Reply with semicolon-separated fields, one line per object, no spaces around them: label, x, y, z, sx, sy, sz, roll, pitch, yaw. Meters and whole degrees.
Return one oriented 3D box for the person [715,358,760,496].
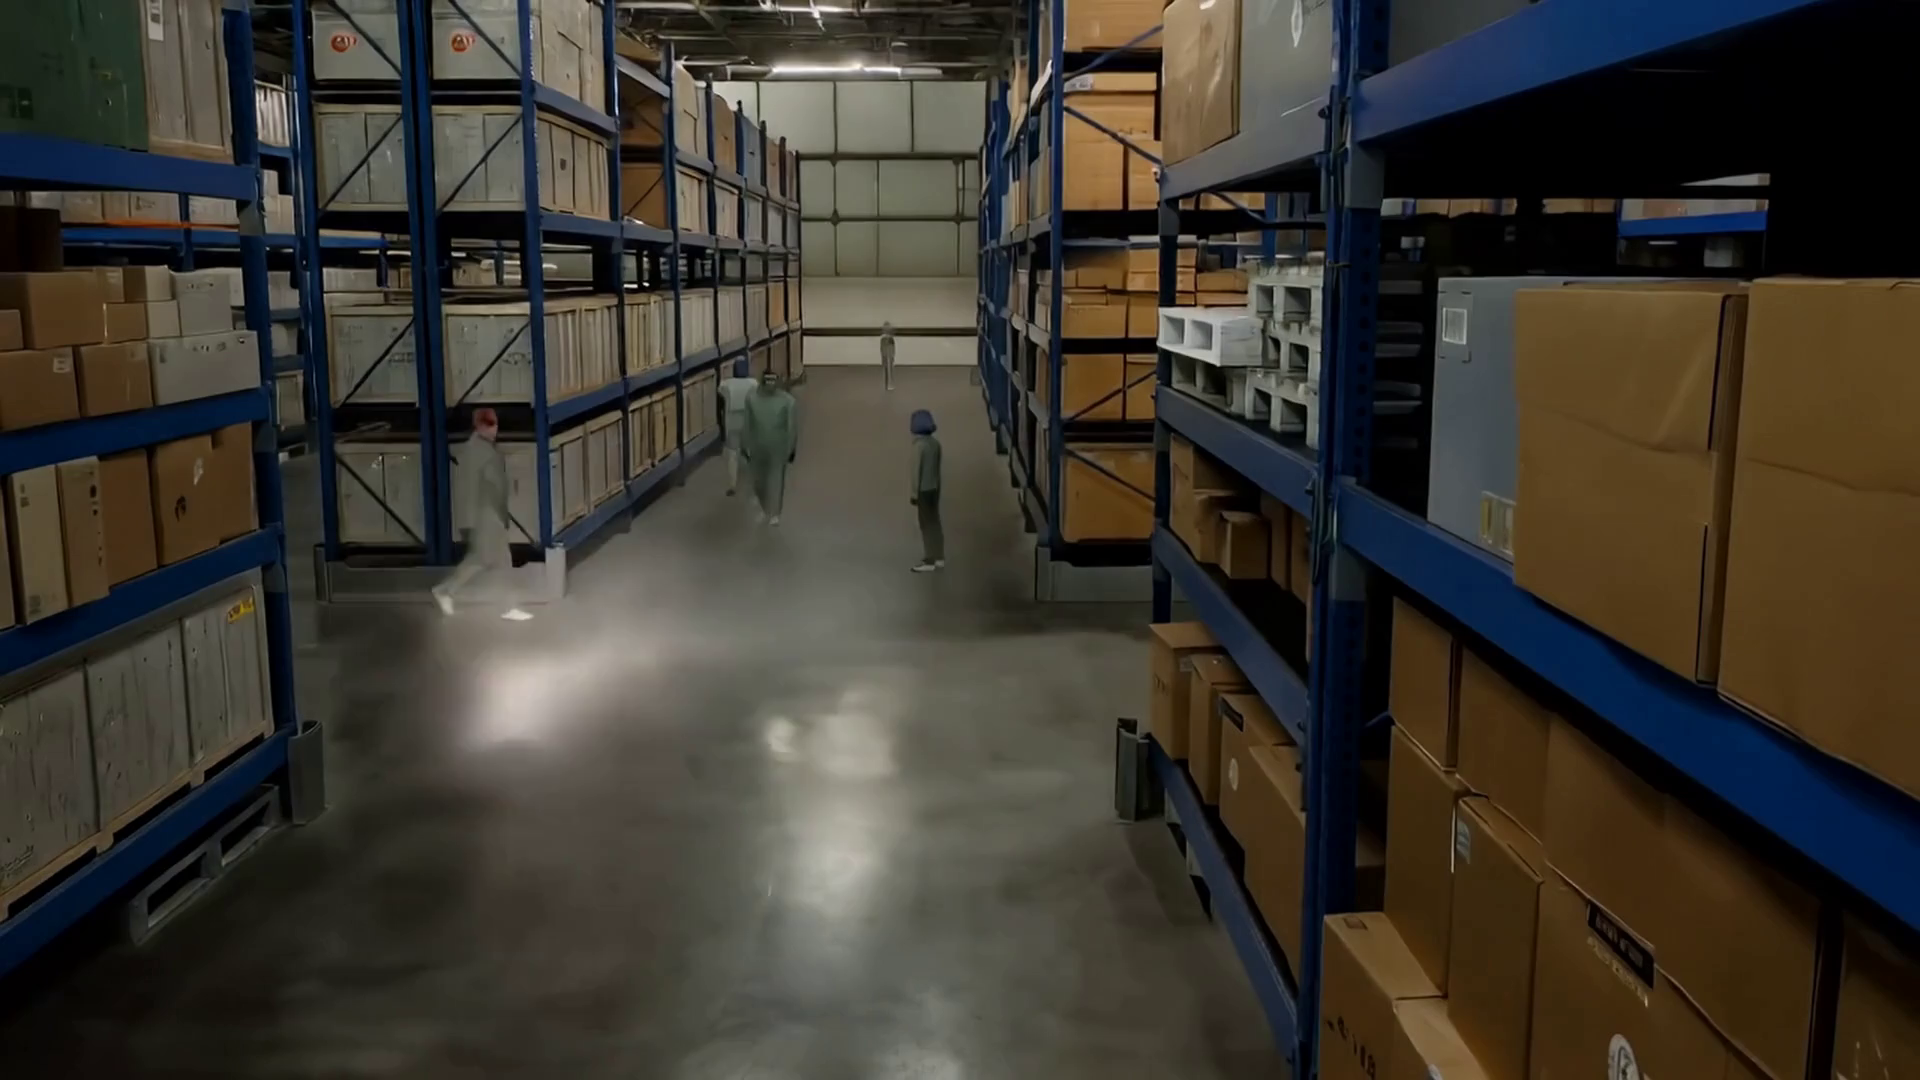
person;-2.949;-1.507;22.275;0.624;1.844;0.430;0;9;-3

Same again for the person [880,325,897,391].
person;-1.799;-4.530;41.430;0.311;1.639;0.513;-7;12;-37

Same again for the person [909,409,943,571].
person;-0.338;-0.499;16.736;0.270;1.632;0.502;4;10;25

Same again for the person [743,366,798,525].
person;-2.248;-1.109;19.643;0.657;1.892;0.485;0;9;3

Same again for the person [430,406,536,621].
person;-4.151;-0.226;14.330;0.866;1.874;0.638;0;9;-2
